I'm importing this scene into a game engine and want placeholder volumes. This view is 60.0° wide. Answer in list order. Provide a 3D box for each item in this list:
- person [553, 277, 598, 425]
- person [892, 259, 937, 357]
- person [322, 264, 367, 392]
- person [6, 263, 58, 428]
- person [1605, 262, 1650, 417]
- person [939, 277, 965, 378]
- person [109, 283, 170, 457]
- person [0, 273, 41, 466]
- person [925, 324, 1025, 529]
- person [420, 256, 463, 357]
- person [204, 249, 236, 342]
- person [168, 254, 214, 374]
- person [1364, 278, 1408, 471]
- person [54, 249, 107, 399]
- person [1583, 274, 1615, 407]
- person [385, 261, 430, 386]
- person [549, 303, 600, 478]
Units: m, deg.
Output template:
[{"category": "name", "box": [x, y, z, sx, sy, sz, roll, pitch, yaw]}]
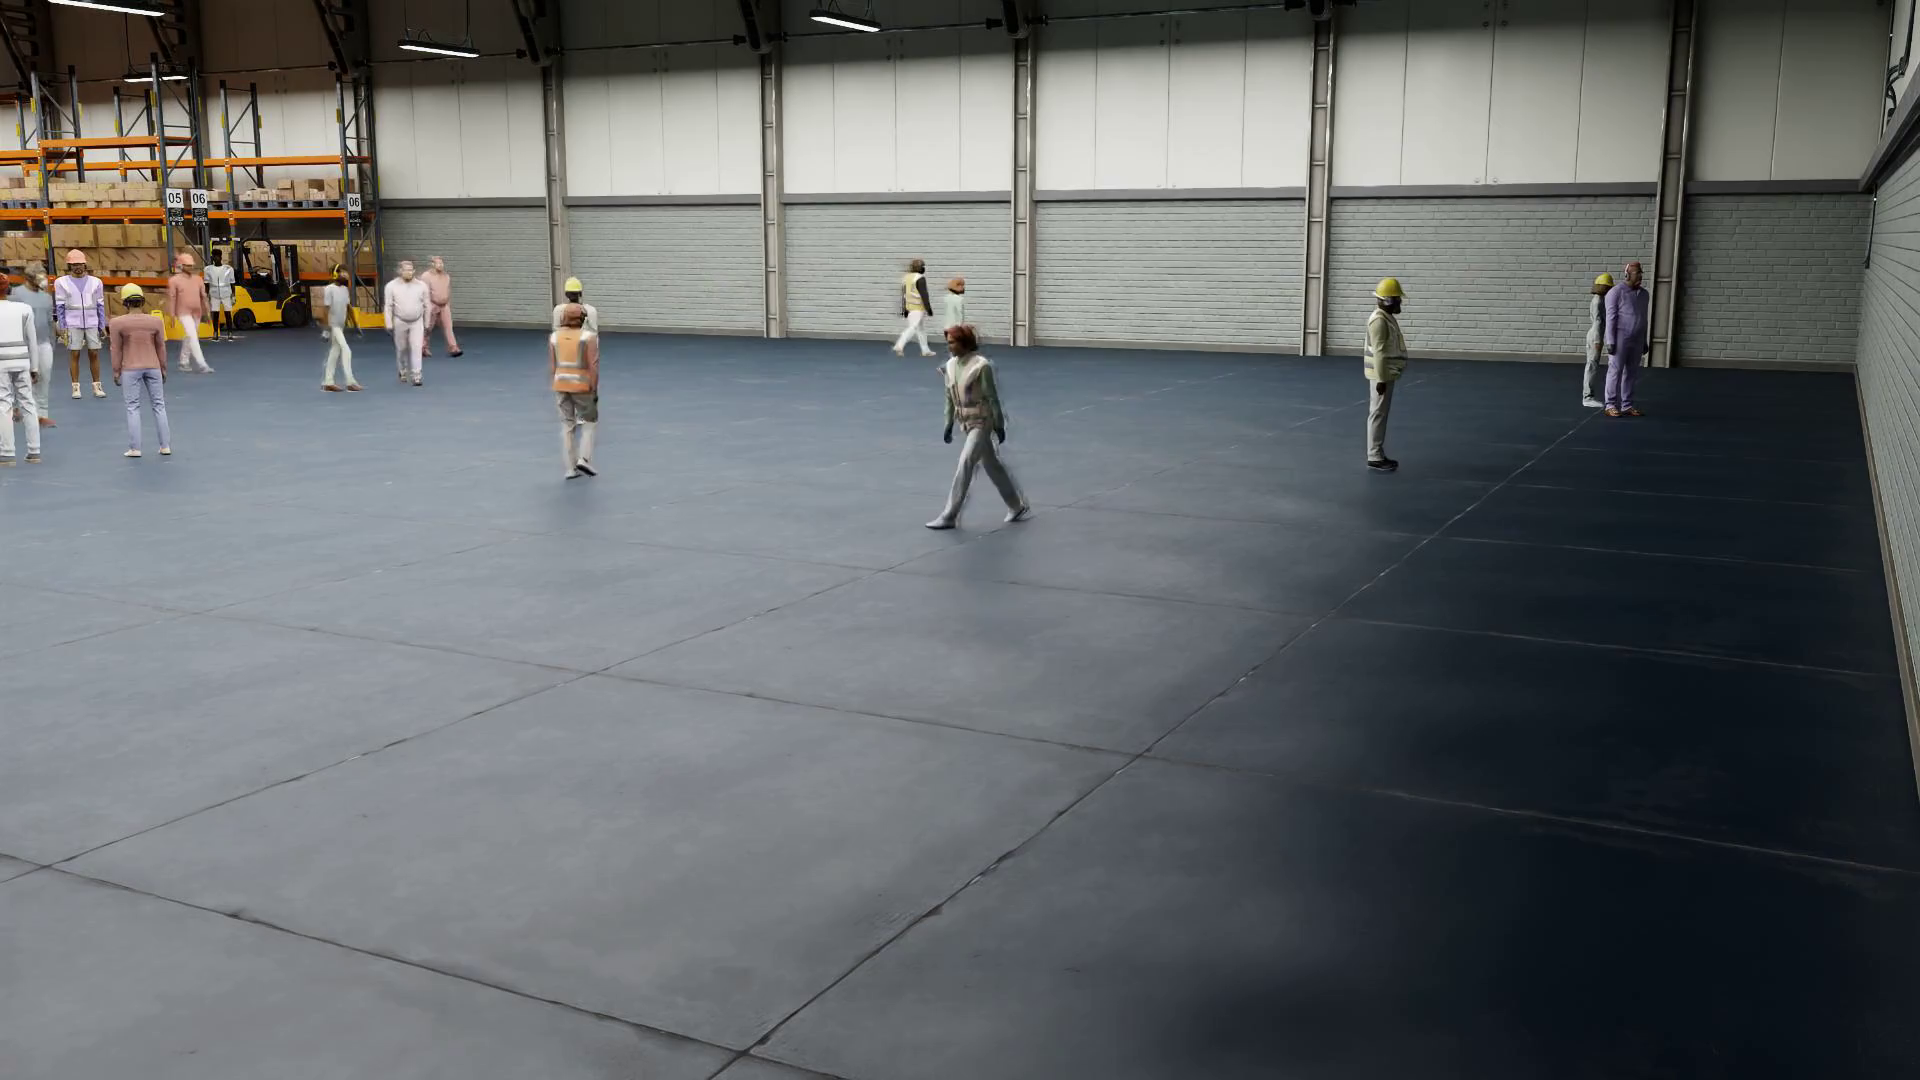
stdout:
[{"category": "person", "box": [-4.575, -2.263, 19.869, 0.531, 1.755, 0.561, -1, 10, -3]}, {"category": "person", "box": [-0.853, -4.273, 30.701, 0.876, 1.811, 0.621, -4, 11, -20]}, {"category": "person", "box": [-8.797, -3.018, 23.778, 0.820, 1.823, 0.550, 1, 10, 5]}, {"category": "person", "box": [-10.885, -2.264, 19.434, 0.589, 1.919, 0.665, 3, 11, 18]}, {"category": "person", "box": [8.279, -2.475, 20.596, 0.642, 1.913, 0.408, -5, 11, -23]}, {"category": "person", "box": [-0.094, -3.174, 25.207, 0.456, 1.622, 0.504, -5, 11, -25]}, {"category": "person", "box": [-8.344, -1.722, 16.916, 0.522, 1.759, 0.350, -9, 14, -41]}, {"category": "person", "box": [-9.308, -1.666, 16.259, 0.353, 1.883, 0.572, 7, 13, 35]}, {"category": "person", "box": [0.153, -0.887, 12.862, 0.919, 1.571, 0.518, -6, 12, -30]}, {"category": "person", "box": [-9.609, -4.284, 30.626, 1.021, 1.853, 0.657, 9, 13, 39]}, {"category": "person", "box": [-15.572, -5.147, 35.014, 0.611, 1.962, 0.364, -3, 11, -16]}, {"category": "person", "box": [-12.595, -3.702, 27.213, 1.010, 1.945, 0.631, 6, 12, 30]}, {"category": "person", "box": [4.079, -1.584, 15.955, 0.404, 1.829, 0.600, 4, 11, 19]}, {"category": "person", "box": [-12.089, -2.967, 22.917, 0.607, 2.044, 0.378, -8, 13, -38]}, {"category": "person", "box": [8.403, -2.622, 21.871, 0.312, 1.737, 0.483, 4, 11, 21]}, {"category": "person", "box": [-8.344, -3.280, 25.123, 0.659, 1.865, 0.951, -5, 11, -24]}, {"category": "person", "box": [-3.559, -1.376, 15.399, 0.514, 1.621, 0.365, 3, 11, 14]}]
